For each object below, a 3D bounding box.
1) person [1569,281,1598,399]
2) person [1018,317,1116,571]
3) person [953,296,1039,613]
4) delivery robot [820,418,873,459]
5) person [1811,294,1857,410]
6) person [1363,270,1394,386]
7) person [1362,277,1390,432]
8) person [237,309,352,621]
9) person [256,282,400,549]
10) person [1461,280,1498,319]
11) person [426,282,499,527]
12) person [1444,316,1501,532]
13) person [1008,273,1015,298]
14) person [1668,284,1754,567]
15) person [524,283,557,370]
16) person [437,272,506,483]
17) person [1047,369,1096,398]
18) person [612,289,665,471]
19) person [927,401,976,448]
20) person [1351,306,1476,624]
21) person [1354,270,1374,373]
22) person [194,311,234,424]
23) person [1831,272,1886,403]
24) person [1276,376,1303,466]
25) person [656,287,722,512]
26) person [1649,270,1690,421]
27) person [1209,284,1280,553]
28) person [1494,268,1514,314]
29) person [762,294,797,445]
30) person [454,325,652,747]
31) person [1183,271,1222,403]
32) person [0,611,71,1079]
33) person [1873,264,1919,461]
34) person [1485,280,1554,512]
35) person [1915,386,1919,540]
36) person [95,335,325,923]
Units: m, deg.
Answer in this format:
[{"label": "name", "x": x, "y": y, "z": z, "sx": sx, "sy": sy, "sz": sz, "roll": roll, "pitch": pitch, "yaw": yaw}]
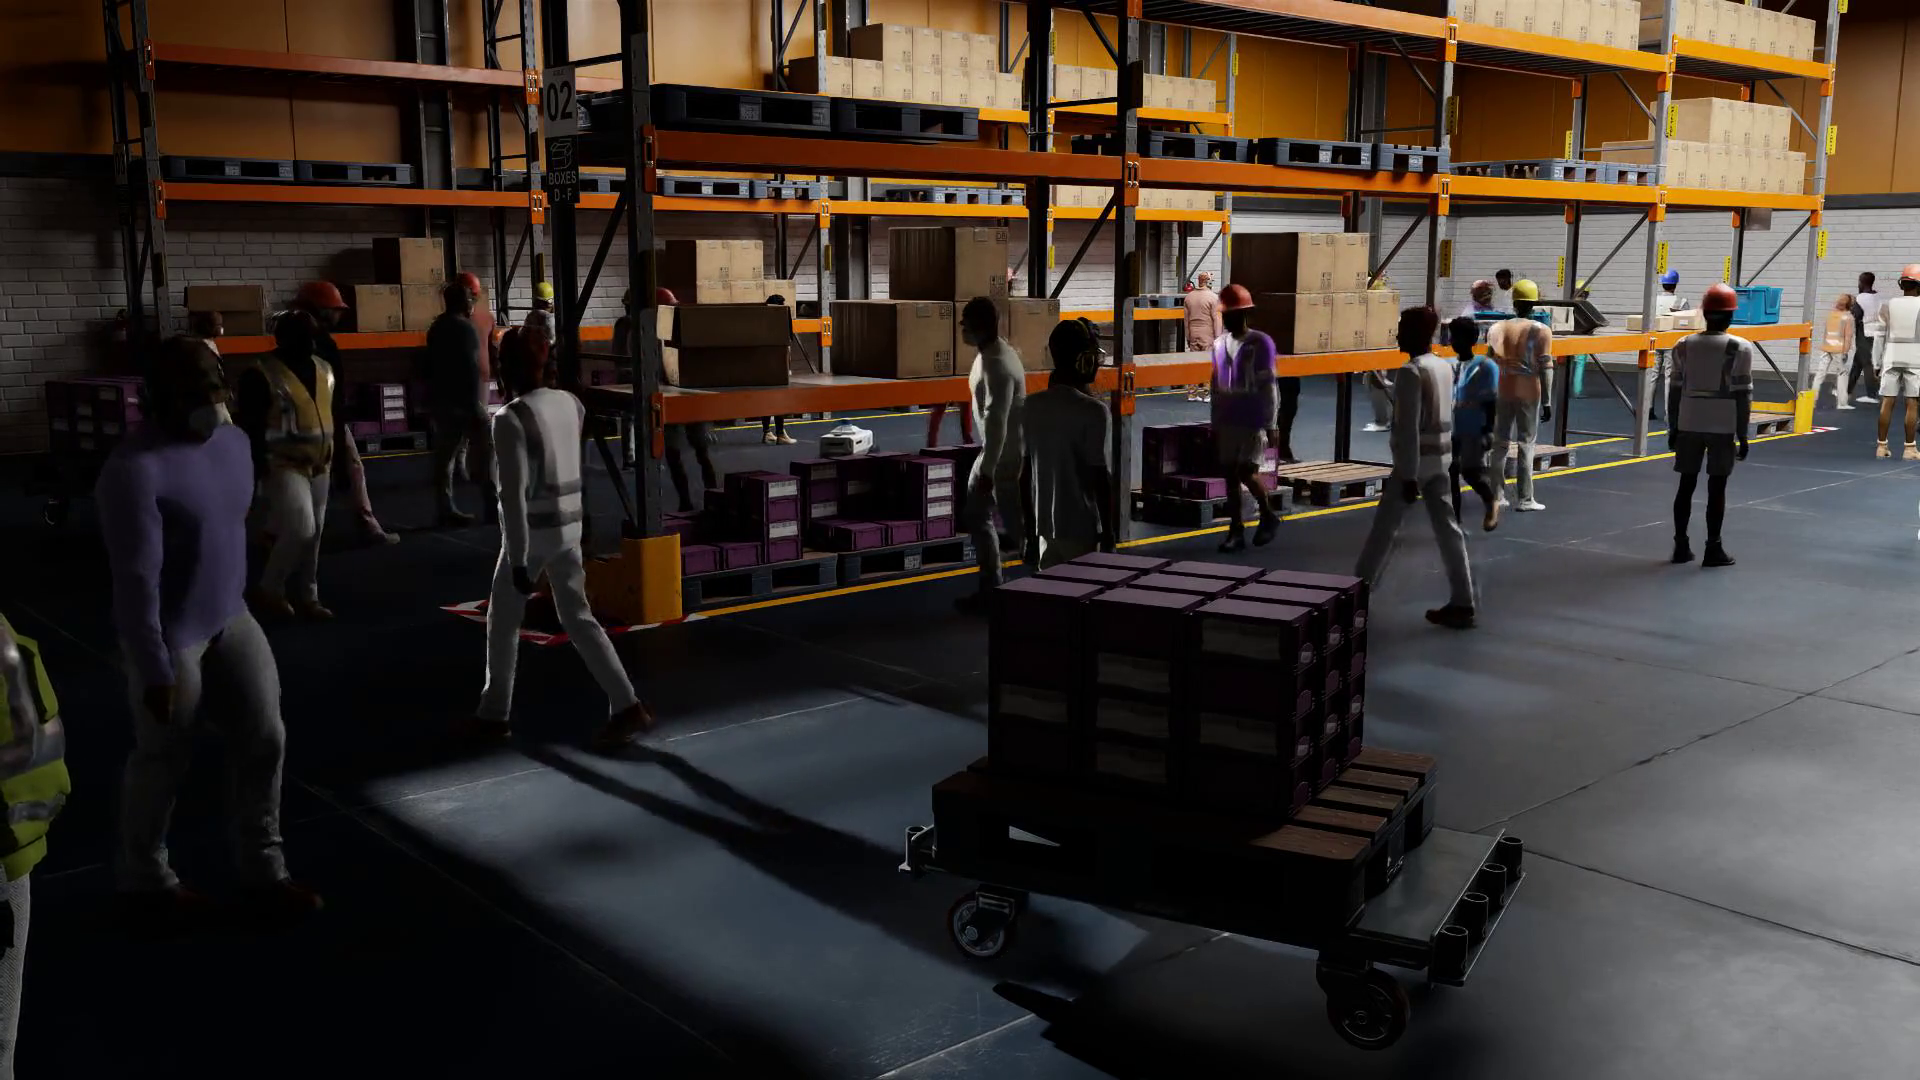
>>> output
[{"label": "person", "x": 9.259, "y": -2.987, "z": 24.907, "sx": 0.536, "sy": 1.738, "sz": 0.482, "roll": 8, "pitch": 13, "yaw": 40}, {"label": "person", "x": 0.475, "y": -0.006, "z": 7.076, "sx": 0.315, "sy": 1.870, "sz": 0.532, "roll": -9, "pitch": 13, "yaw": -41}, {"label": "person", "x": 0.242, "y": -0.463, "z": 9.662, "sx": 0.732, "sy": 1.892, "sz": 0.646, "roll": -1, "pitch": 10, "yaw": -8}, {"label": "delivery robot", "x": -1.097, "y": -0.935, "z": 16.086, "sx": 0.477, "sy": 0.478, "sz": 0.707, "roll": 2, "pitch": 10, "yaw": 14}, {"label": "person", "x": 12.104, "y": -2.595, "z": 23.034, "sx": 0.591, "sy": 1.602, "sz": 0.531, "roll": -3, "pitch": 10, "yaw": -17}, {"label": "person", "x": 6.898, "y": -3.493, "z": 27.379, "sx": 0.409, "sy": 1.906, "sz": 0.652, "roll": -9, "pitch": 13, "yaw": -41}, {"label": "person", "x": 4.973, "y": -2.237, "z": 20.102, "sx": 0.506, "sy": 1.879, "sz": 0.618, "roll": 3, "pitch": 10, "yaw": 16}, {"label": "person", "x": -3.828, "y": -0.416, "z": 9.601, "sx": 0.437, "sy": 1.824, "sz": 0.639, "roll": 4, "pitch": 10, "yaw": 22}, {"label": "person", "x": -4.596, "y": -0.866, "z": 11.895, "sx": 0.610, "sy": 1.954, "sz": 0.987, "roll": 9, "pitch": 13, "yaw": 41}, {"label": "person", "x": 5.723, "y": -1.918, "z": 18.314, "sx": 0.434, "sy": 1.865, "sz": 0.694, "roll": 7, "pitch": 12, "yaw": 36}, {"label": "person", "x": -3.861, "y": -1.076, "z": 13.197, "sx": 0.655, "sy": 1.914, "sz": 0.803, "roll": 8, "pitch": 12, "yaw": 38}, {"label": "person", "x": 3.780, "y": -0.820, "z": 12.365, "sx": 0.477, "sy": 1.680, "sz": 0.552, "roll": -7, "pitch": 12, "yaw": -37}, {"label": "person", "x": 0.461, "y": -1.771, "z": 17.060, "sx": 0.839, "sy": 1.991, "sz": 0.686, "roll": -3, "pitch": 10, "yaw": -17}, {"label": "person", "x": 5.164, "y": -0.781, "z": 11.456, "sx": 0.558, "sy": 1.929, "sz": 0.415, "roll": 9, "pitch": 13, "yaw": 44}, {"label": "person", "x": -4.507, "y": -1.888, "z": 18.191, "sx": 0.404, "sy": 1.833, "sz": 0.600, "roll": -9, "pitch": 13, "yaw": -41}, {"label": "person", "x": -4.556, "y": -1.501, "z": 15.535, "sx": 0.440, "sy": 1.977, "sz": 0.617, "roll": 9, "pitch": 13, "yaw": 42}, {"label": "person", "x": 0.611, "y": -0.090, "z": 8.365, "sx": 0.845, "sy": 1.597, "sz": 0.492, "roll": -1, "pitch": 10, "yaw": -8}, {"label": "person", "x": -3.172, "y": -1.580, "z": 16.394, "sx": 0.404, "sy": 1.831, "sz": 0.600, "roll": -9, "pitch": 13, "yaw": -41}, {"label": "person", "x": -0.052, "y": -1.792, "z": 18.004, "sx": 0.644, "sy": 1.717, "sz": 0.531, "roll": -4, "pitch": 11, "yaw": -23}, {"label": "person", "x": 2.624, "y": -0.440, "z": 9.718, "sx": 1.002, "sy": 1.826, "sz": 0.600, "roll": 9, "pitch": 13, "yaw": 43}, {"label": "person", "x": 7.339, "y": -3.933, "z": 30.069, "sx": 0.315, "sy": 1.870, "sz": 0.532, "roll": -9, "pitch": 13, "yaw": -41}, {"label": "person", "x": -7.115, "y": -1.396, "z": 16.000, "sx": 0.828, "sy": 1.590, "sz": 0.515, "roll": -4, "pitch": 10, "yaw": -22}, {"label": "person", "x": 13.153, "y": -2.975, "z": 24.404, "sx": 0.625, "sy": 1.880, "sz": 0.910, "roll": -5, "pitch": 11, "yaw": -26}, {"label": "person", "x": 3.277, "y": -1.685, "z": 16.713, "sx": 0.427, "sy": 1.946, "sz": 0.703, "roll": 2, "pitch": 10, "yaw": 9}, {"label": "person", "x": -2.134, "y": -1.044, "z": 13.125, "sx": 0.435, "sy": 1.888, "sz": 0.737, "roll": 9, "pitch": 13, "yaw": 42}, {"label": "person", "x": 9.112, "y": -2.505, "z": 21.468, "sx": 0.385, "sy": 1.948, "sz": 0.615, "roll": -9, "pitch": 13, "yaw": -41}, {"label": "person", "x": 2.016, "y": -0.855, "z": 11.869, "sx": 0.504, "sy": 1.928, "sz": 0.589, "roll": -8, "pitch": 13, "yaw": -41}, {"label": "person", "x": 8.832, "y": -3.401, "z": 26.787, "sx": 0.536, "sy": 1.926, "sz": 0.669, "roll": 3, "pitch": 10, "yaw": 16}, {"label": "person", "x": -2.074, "y": -1.919, "z": 18.778, "sx": 0.315, "sy": 1.696, "sz": 0.541, "roll": -9, "pitch": 13, "yaw": -41}, {"label": "person", "x": -1.774, "y": -0.007, "z": 7.174, "sx": 0.934, "sy": 1.847, "sz": 0.574, "roll": 5, "pitch": 11, "yaw": 26}, {"label": "person", "x": 3.555, "y": -2.942, "z": 24.156, "sx": 0.409, "sy": 1.906, "sz": 0.652, "roll": -9, "pitch": 13, "yaw": -41}, {"label": "person", "x": -2.045, "y": 0.638, "z": 3.385, "sx": 0.429, "sy": 1.842, "sz": 0.634, "roll": -9, "pitch": 13, "yaw": -41}, {"label": "person", "x": 9.853, "y": -1.841, "z": 17.324, "sx": 0.394, "sy": 2.040, "sz": 0.617, "roll": -9, "pitch": 13, "yaw": -41}, {"label": "person", "x": 4.676, "y": -1.199, "z": 13.900, "sx": 0.385, "sy": 1.925, "sz": 0.603, "roll": -9, "pitch": 13, "yaw": -41}, {"label": "person", "x": 7.397, "y": -0.908, "z": 12.354, "sx": 0.315, "sy": 1.870, "sz": 0.532, "roll": -9, "pitch": 13, "yaw": -41}, {"label": "person", "x": -2.362, "y": 0.317, "z": 5.131, "sx": 0.778, "sy": 1.887, "sz": 0.627, "roll": 3, "pitch": 10, "yaw": 16}]
